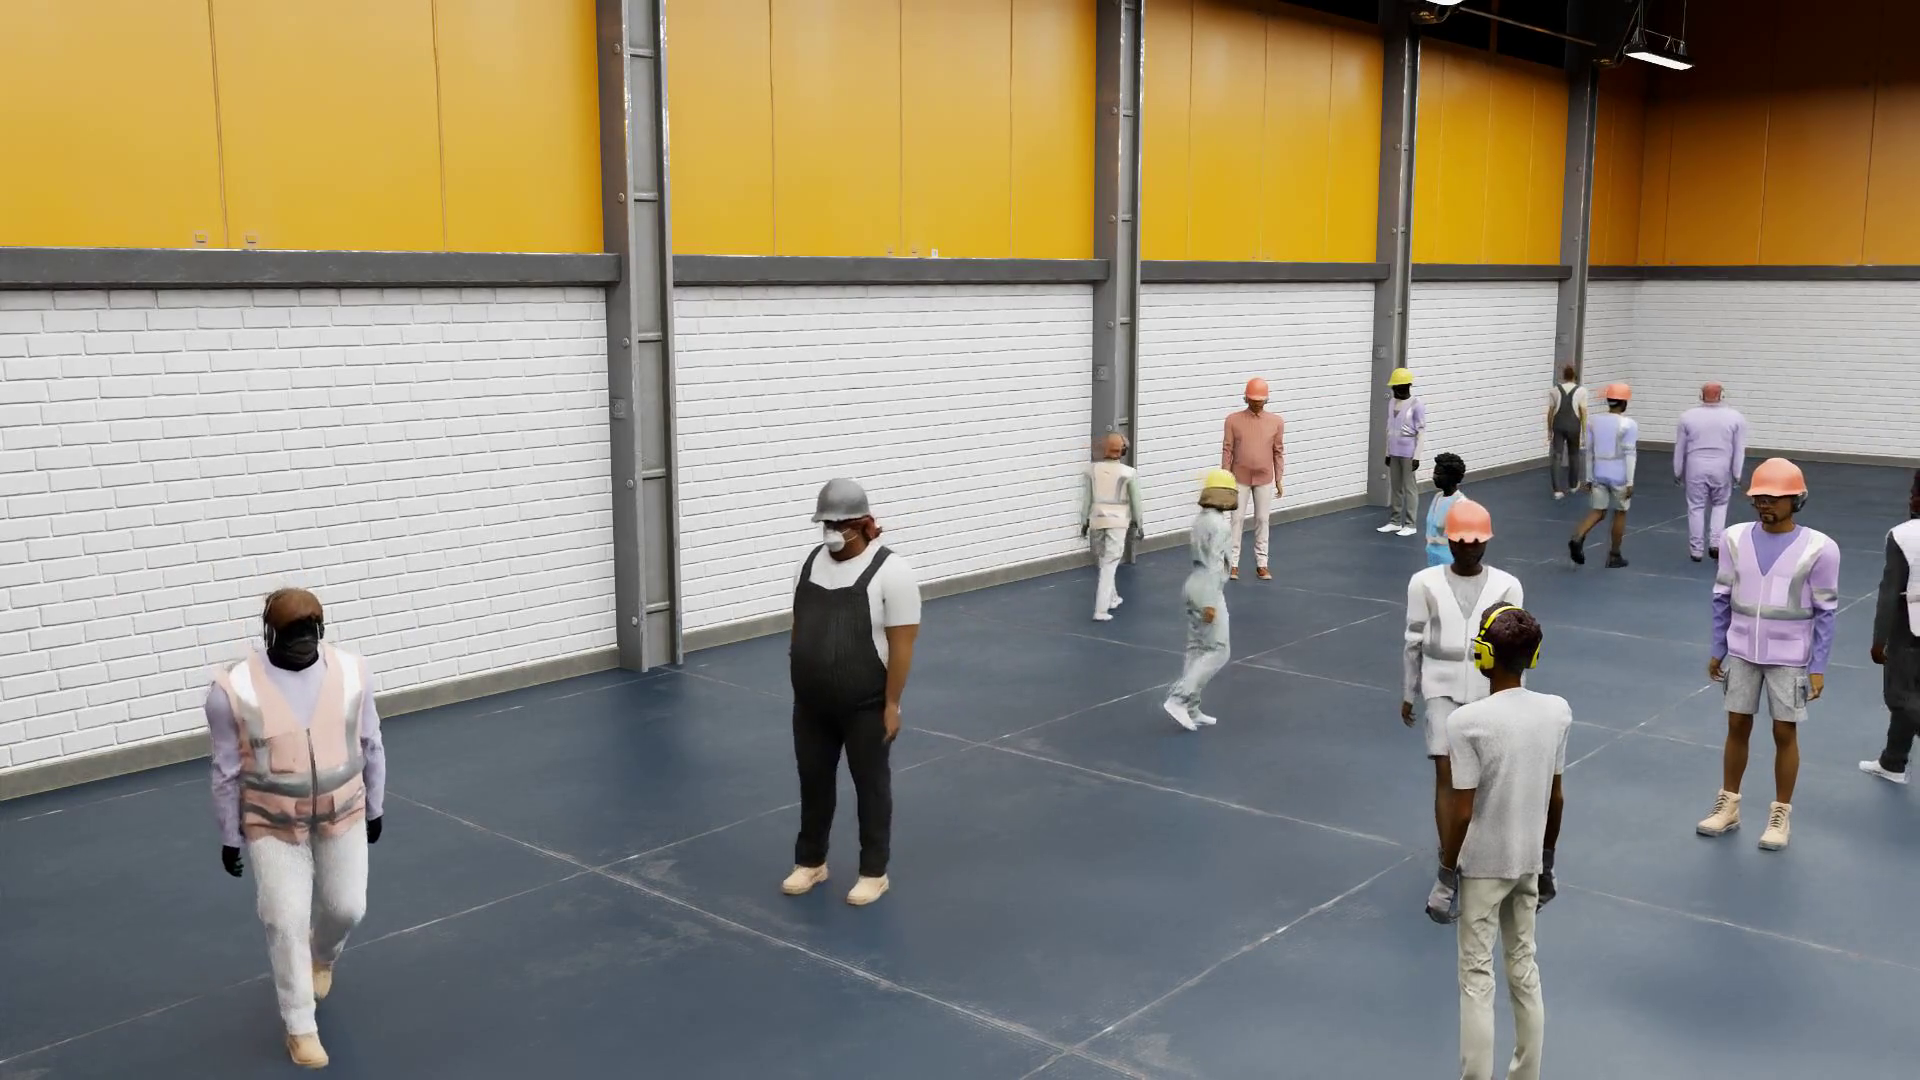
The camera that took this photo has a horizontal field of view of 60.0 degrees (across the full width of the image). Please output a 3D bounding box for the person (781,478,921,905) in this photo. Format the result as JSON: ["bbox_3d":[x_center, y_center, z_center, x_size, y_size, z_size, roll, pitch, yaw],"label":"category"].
[{"bbox_3d":[-0.552,0.708,7.911,0.686,2.000,0.538,5,10,27],"label":"person"}]

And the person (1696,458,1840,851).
[{"bbox_3d":[4.198,0.589,8.652,0.395,2.044,0.609,-8,12,-42],"label":"person"}]

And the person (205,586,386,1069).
[{"bbox_3d":[-2.554,1.055,6.428,0.633,1.831,0.637,-6,11,-33],"label":"person"}]

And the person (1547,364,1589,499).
[{"bbox_3d":[8.168,-1.469,22.344,0.533,1.791,0.950,5,11,31],"label":"person"}]

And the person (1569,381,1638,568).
[{"bbox_3d":[6.530,-0.643,16.792,0.717,1.919,0.549,-6,11,-32],"label":"person"}]

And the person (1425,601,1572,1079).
[{"bbox_3d":[1.848,1.137,5.755,0.520,1.871,0.326,-4,10,-24],"label":"person"}]

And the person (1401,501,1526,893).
[{"bbox_3d":[2.468,0.750,8.130,0.565,1.882,0.975,2,9,10],"label":"person"}]

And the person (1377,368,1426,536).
[{"bbox_3d":[5.066,-1.005,19.050,0.390,1.920,0.590,-4,10,-23],"label":"person"}]

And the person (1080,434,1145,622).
[{"bbox_3d":[1.360,-0.118,14.442,0.535,1.598,0.810,6,11,33],"label":"person"}]

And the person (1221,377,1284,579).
[{"bbox_3d":[2.865,-0.598,16.278,0.611,1.987,0.392,0,9,2],"label":"person"}]

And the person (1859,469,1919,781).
[{"bbox_3d":[5.550,0.524,9.532,0.598,1.892,0.769,-3,10,-19],"label":"person"}]

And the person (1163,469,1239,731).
[{"bbox_3d":[1.595,0.393,10.929,0.574,1.698,0.527,-2,9,-14],"label":"person"}]

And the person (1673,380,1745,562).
[{"bbox_3d":[7.783,-0.720,17.325,0.671,1.892,0.508,4,10,22],"label":"person"}]

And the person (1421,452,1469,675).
[{"bbox_3d":[3.562,0.204,12.154,0.320,1.695,0.537,-1,9,-4],"label":"person"}]
